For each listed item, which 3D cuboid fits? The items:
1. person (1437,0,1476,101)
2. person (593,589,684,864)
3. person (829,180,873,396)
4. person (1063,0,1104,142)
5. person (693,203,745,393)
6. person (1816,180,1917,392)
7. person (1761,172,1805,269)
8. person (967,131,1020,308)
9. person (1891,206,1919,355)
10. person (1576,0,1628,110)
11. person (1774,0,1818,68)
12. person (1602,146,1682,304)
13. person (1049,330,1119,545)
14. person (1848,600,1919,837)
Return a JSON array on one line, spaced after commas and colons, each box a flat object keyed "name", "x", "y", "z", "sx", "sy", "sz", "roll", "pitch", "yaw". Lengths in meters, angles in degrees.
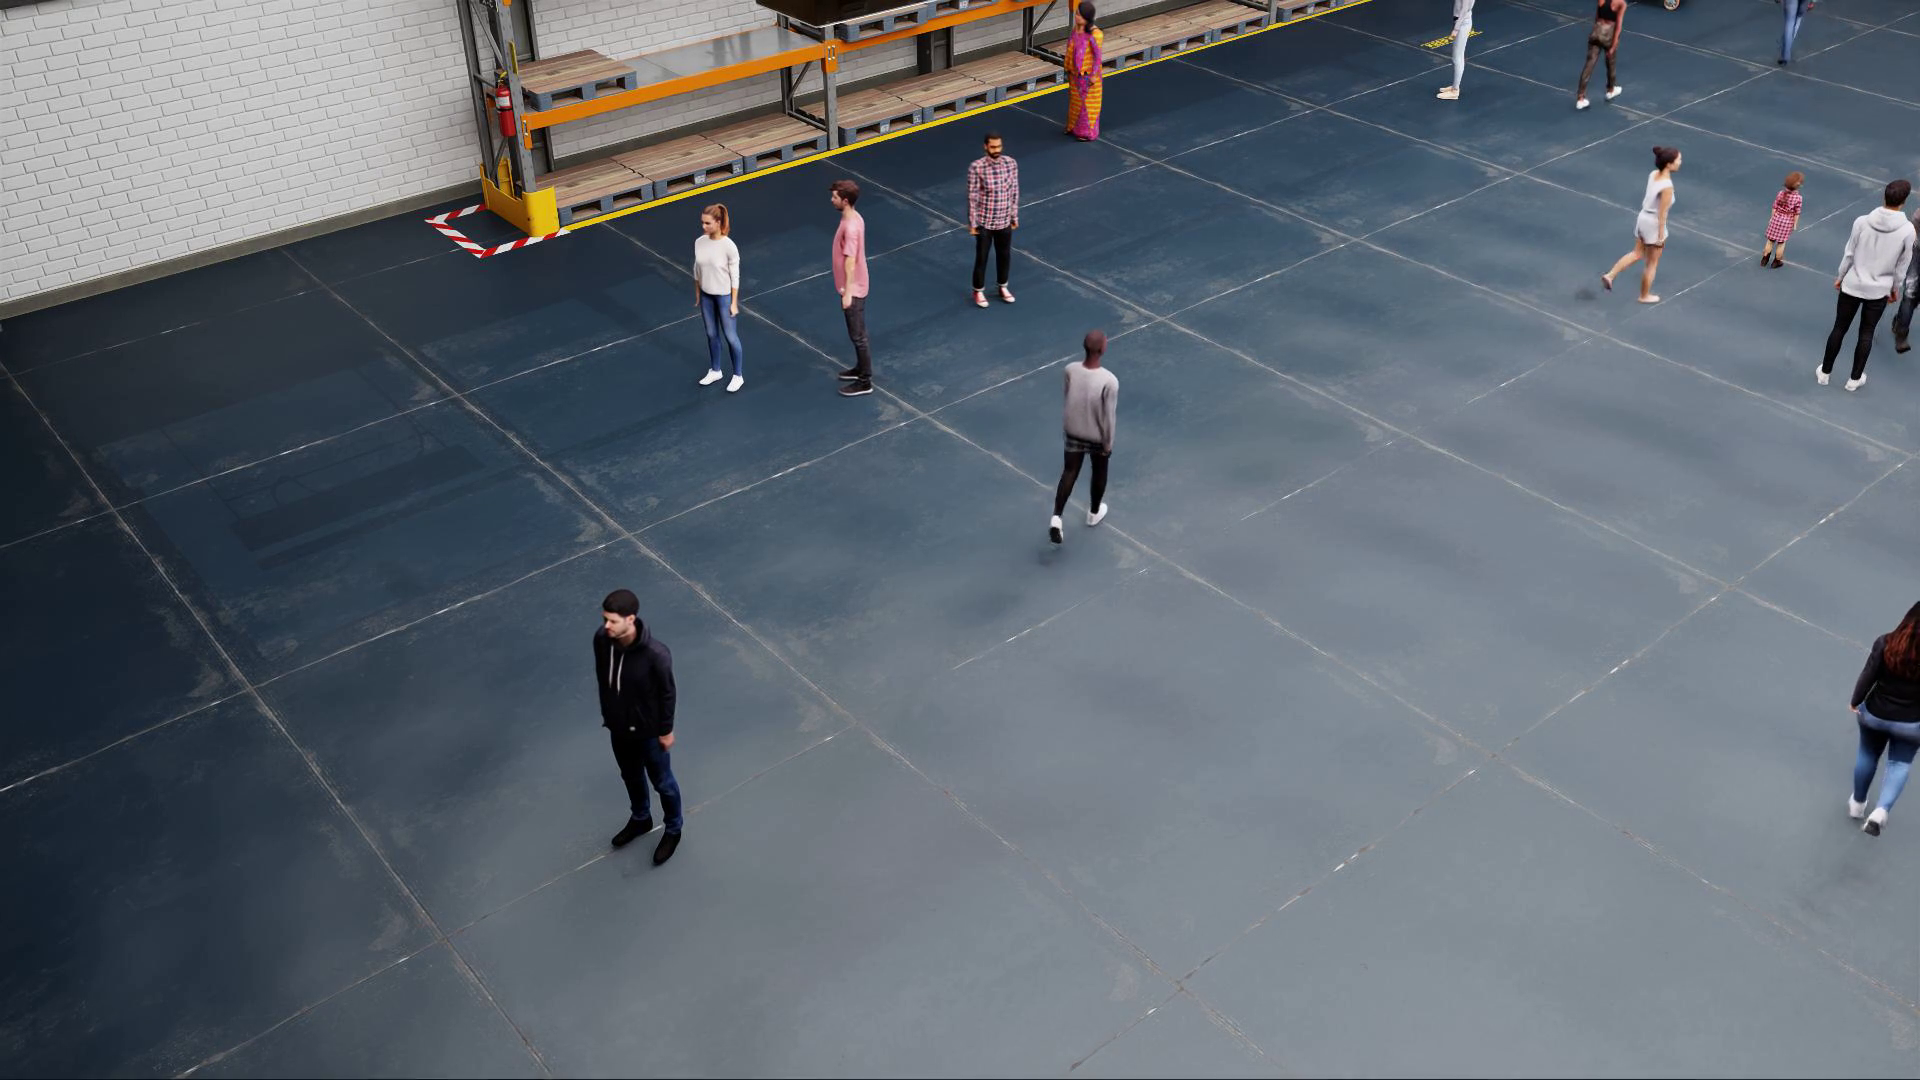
[{"name": "person", "x": 6.426, "y": -6.561, "z": 21.302, "sx": 0.726, "sy": 1.796, "sz": 0.605, "roll": 13, "pitch": 36, "yaw": 19}, {"name": "person", "x": -1.875, "y": 1.056, "z": 9.753, "sx": 0.750, "sy": 1.894, "sz": 0.719, "roll": 16, "pitch": 37, "yaw": 22}, {"name": "person", "x": -0.931, "y": -2.233, "z": 14.644, "sx": 0.718, "sy": 1.958, "sz": 0.701, "roll": -4, "pitch": 34, "yaw": -6}, {"name": "person", "x": 1.497, "y": -5.689, "z": 20.089, "sx": 0.672, "sy": 1.685, "sz": 0.657, "roll": -21, "pitch": 39, "yaw": -28}, {"name": "person", "x": -2.138, "y": -2.148, "z": 14.731, "sx": 0.681, "sy": 1.720, "sz": 0.664, "roll": 16, "pitch": 37, "yaw": 23}, {"name": "person", "x": 8.023, "y": -2.255, "z": 14.705, "sx": 0.750, "sy": 1.929, "sz": 0.691, "roll": 18, "pitch": 38, "yaw": 26}, {"name": "person", "x": 8.459, "y": -3.296, "z": 17.090, "sx": 0.458, "sy": 1.022, "sz": 0.472, "roll": 25, "pitch": 41, "yaw": 33}, {"name": "person", "x": 0.322, "y": -3.143, "z": 16.196, "sx": 0.642, "sy": 1.756, "sz": 0.812, "roll": -12, "pitch": 36, "yaw": -18}, {"name": "person", "x": 8.996, "y": -2.678, "z": 15.418, "sx": 1.172, "sy": 1.843, "sz": 1.343, "roll": 12, "pitch": 35, "yaw": 17}, {"name": "person", "x": 8.057, "y": -6.262, "z": 20.978, "sx": 1.063, "sy": 1.657, "sz": 0.598, "roll": -27, "pitch": 42, "yaw": -34}, {"name": "person", "x": 11.309, "y": -7.273, "z": 22.393, "sx": 0.977, "sy": 1.774, "sz": 1.040, "roll": 3, "pitch": 34, "yaw": 4}, {"name": "person", "x": 6.678, "y": -3.064, "z": 16.215, "sx": 0.927, "sy": 1.603, "sz": 0.826, "roll": -2, "pitch": 34, "yaw": -4}, {"name": "person", "x": 0.923, "y": -0.773, "z": 12.630, "sx": 0.889, "sy": 1.756, "sz": 1.145, "roll": 17, "pitch": 37, "yaw": 23}, {"name": "person", "x": 5.577, "y": 1.099, "z": 9.940, "sx": 0.813, "sy": 1.616, "sz": 0.932, "roll": 19, "pitch": 38, "yaw": 26}]
